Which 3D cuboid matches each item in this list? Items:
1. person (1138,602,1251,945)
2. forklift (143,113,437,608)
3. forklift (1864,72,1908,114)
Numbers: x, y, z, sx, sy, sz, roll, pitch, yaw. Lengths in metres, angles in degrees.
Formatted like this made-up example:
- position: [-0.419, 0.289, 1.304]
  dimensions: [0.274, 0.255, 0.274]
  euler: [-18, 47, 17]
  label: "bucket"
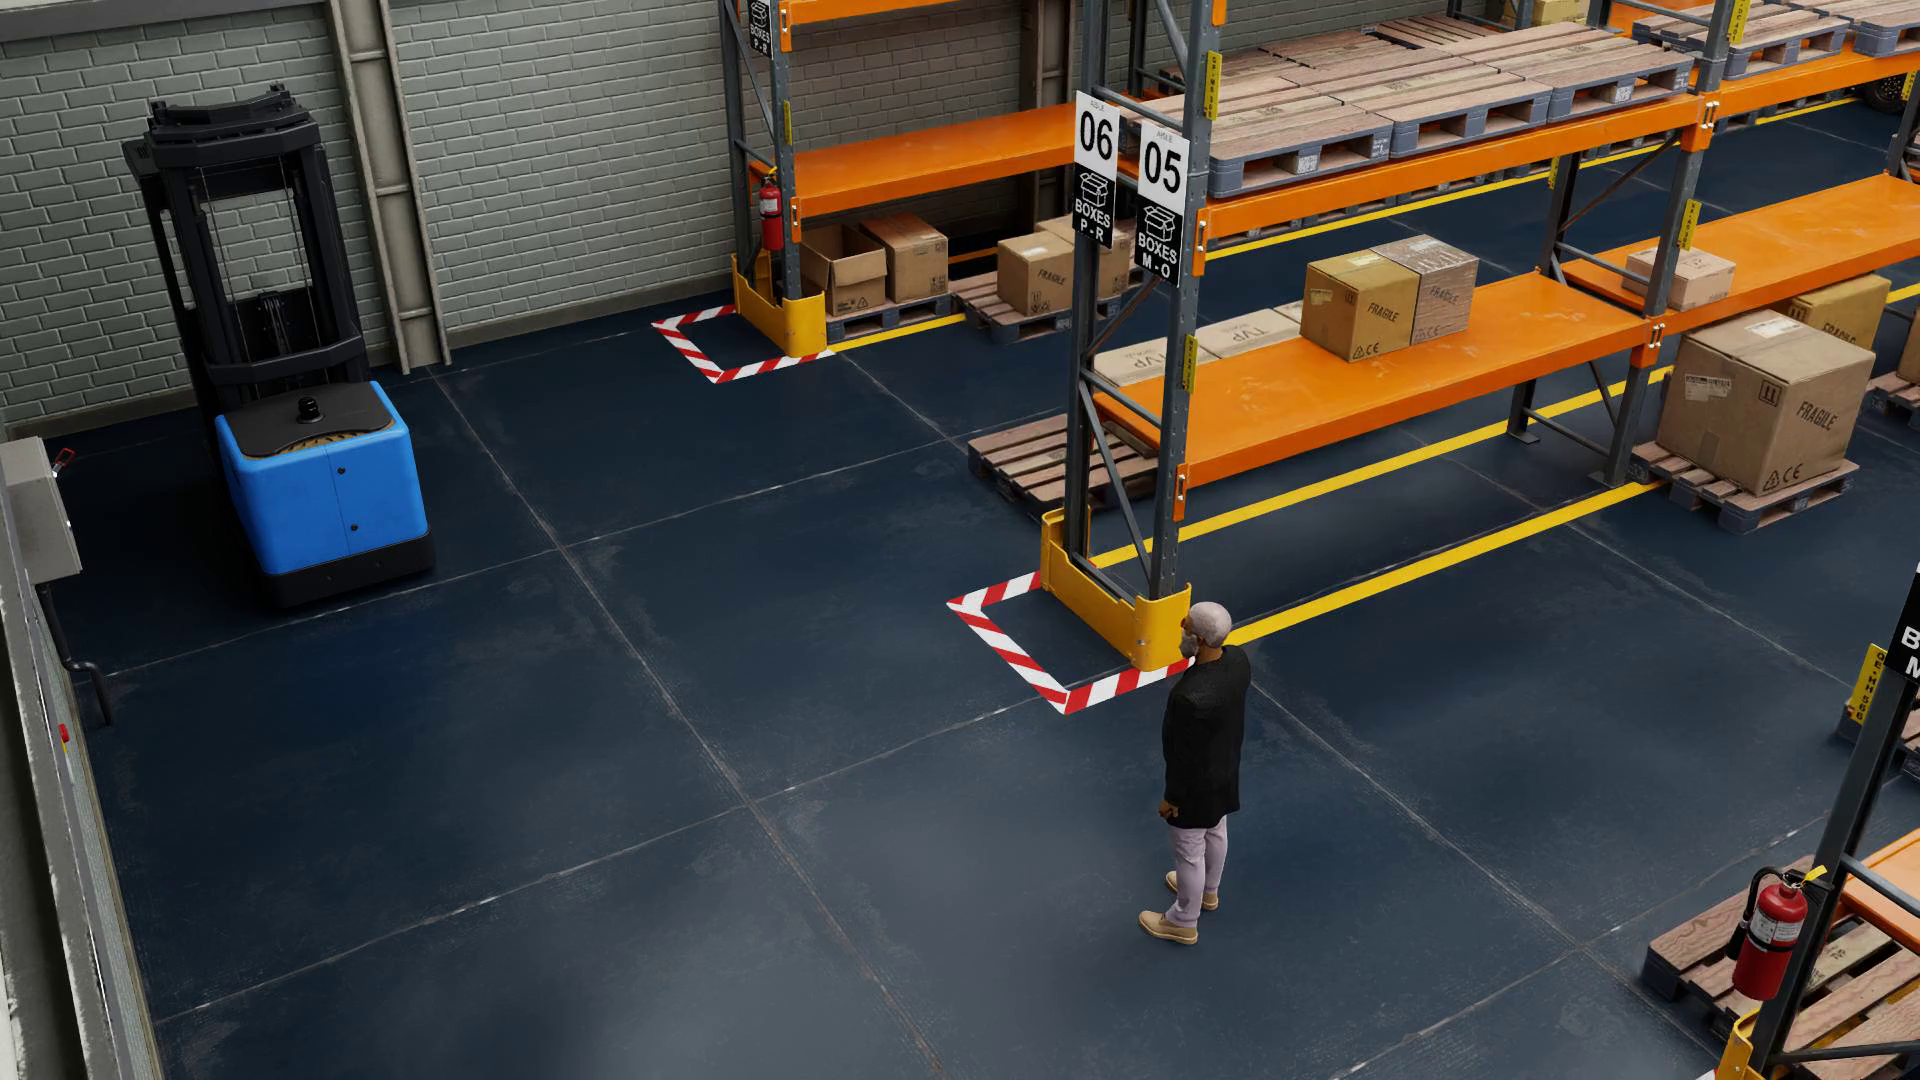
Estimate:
- position: [1.108, 1.077, 7.691]
  dimensions: [0.407, 1.856, 0.529]
  euler: [19, 36, 27]
  label: "person"
- position: [-4.289, -1.259, 10.509]
  dimensions: [1.129, 2.768, 1.873]
  euler: [-17, 36, -26]
  label: "forklift"
- position: [11.468, -5.645, 18.244]
  dimensions: [1.214, 2.155, 2.313]
  euler: [-17, 36, -26]
  label: "forklift"
